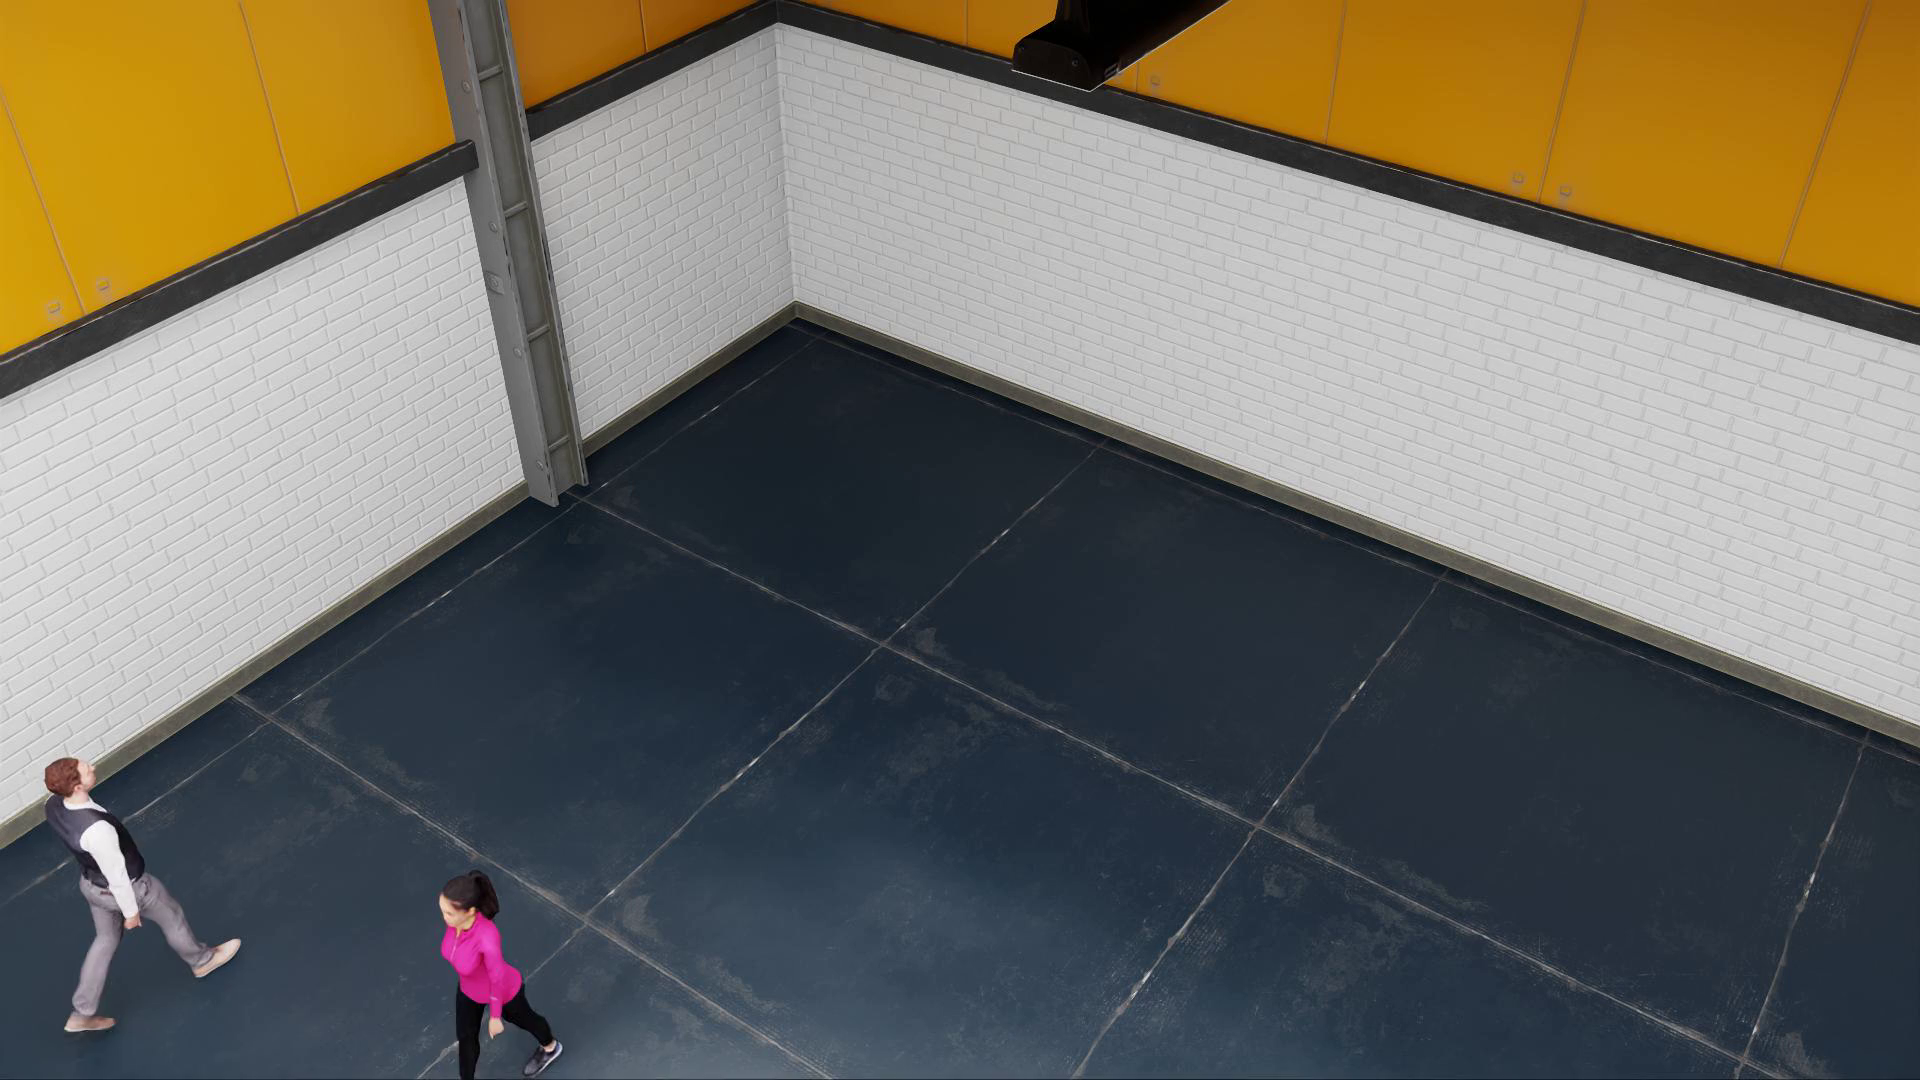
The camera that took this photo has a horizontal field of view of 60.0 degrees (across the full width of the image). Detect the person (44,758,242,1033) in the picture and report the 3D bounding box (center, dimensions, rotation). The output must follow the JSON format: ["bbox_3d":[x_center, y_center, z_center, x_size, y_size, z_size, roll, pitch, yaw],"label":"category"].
[{"bbox_3d":[-4.635,1.908,8.961,0.652,1.908,1.195,22,44,25],"label":"person"}]

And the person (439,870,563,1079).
[{"bbox_3d":[-2.369,2.276,8.690,0.635,1.672,0.969,27,46,30],"label":"person"}]
